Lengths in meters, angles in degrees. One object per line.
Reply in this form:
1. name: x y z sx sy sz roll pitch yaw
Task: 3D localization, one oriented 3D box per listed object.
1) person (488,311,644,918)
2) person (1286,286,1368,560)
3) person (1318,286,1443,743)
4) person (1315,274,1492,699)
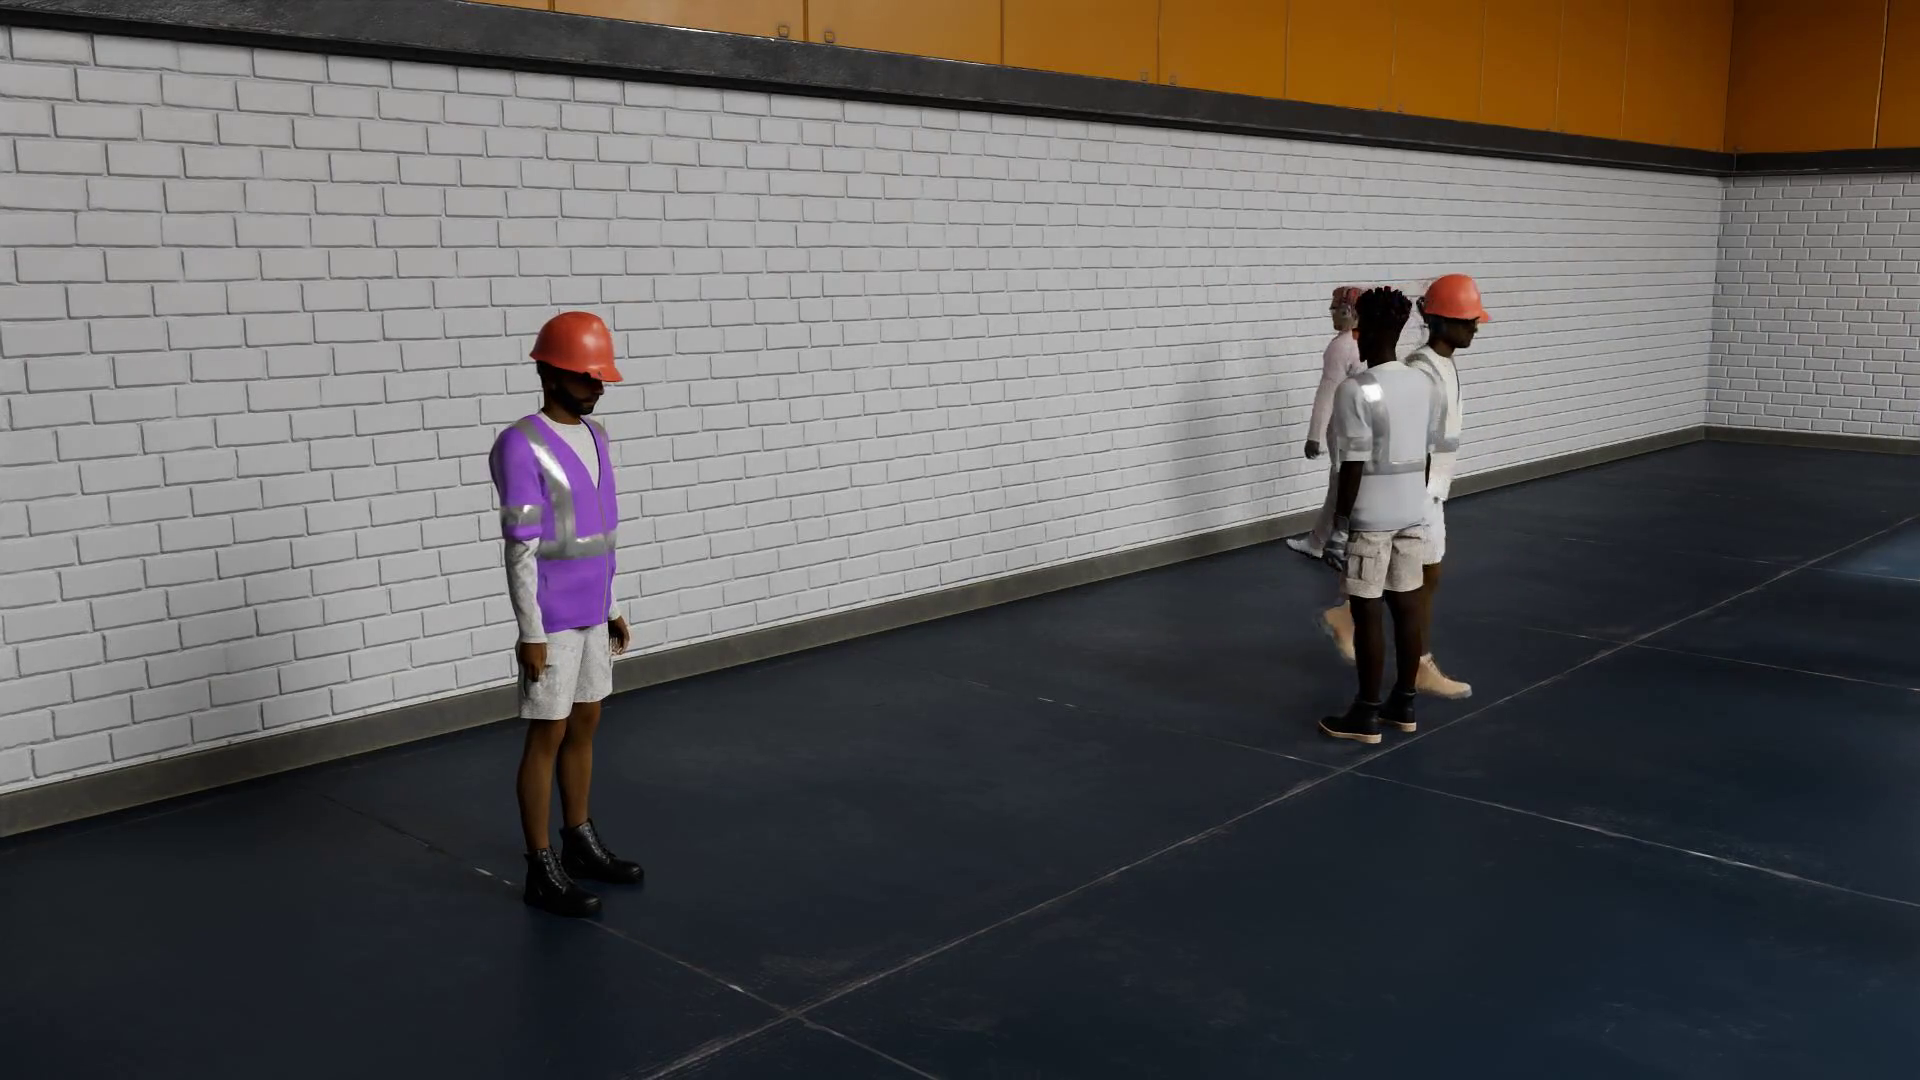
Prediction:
1. person: -1.245 0.232 5.380 0.374 1.928 0.543 3 11 19
2. person: 2.503 -0.738 11.047 0.818 1.868 0.672 8 13 40
3. person: 1.807 -0.105 7.188 0.607 1.966 0.373 -7 12 -36
4. person: 2.110 -0.251 7.885 0.725 2.013 0.625 5 11 29
